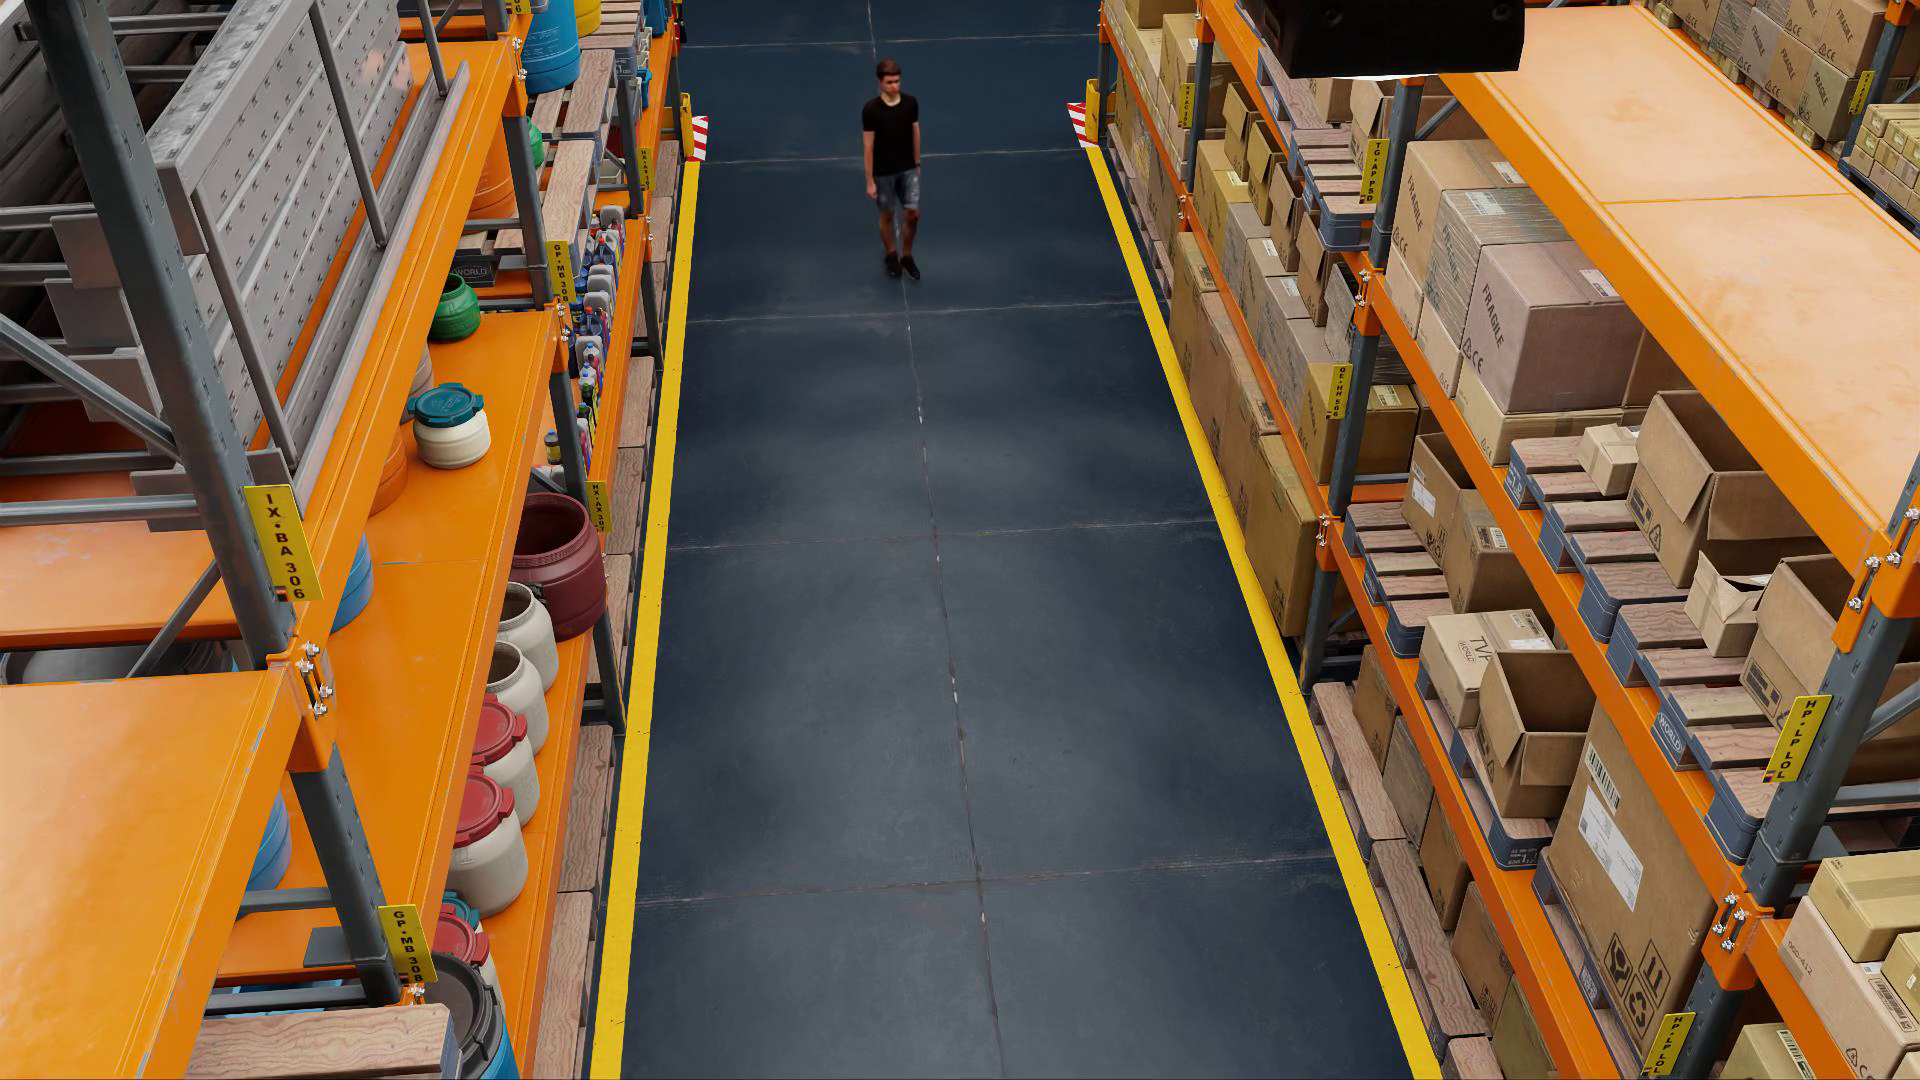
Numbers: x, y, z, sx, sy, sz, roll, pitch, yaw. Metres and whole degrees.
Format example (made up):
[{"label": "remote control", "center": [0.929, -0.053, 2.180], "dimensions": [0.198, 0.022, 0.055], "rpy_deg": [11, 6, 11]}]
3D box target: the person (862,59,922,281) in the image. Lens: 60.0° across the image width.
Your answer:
[{"label": "person", "center": [-0.577, -3.036, 13.494], "dimensions": [0.772, 1.833, 0.805], "rpy_deg": [-13, 39, -17]}]
